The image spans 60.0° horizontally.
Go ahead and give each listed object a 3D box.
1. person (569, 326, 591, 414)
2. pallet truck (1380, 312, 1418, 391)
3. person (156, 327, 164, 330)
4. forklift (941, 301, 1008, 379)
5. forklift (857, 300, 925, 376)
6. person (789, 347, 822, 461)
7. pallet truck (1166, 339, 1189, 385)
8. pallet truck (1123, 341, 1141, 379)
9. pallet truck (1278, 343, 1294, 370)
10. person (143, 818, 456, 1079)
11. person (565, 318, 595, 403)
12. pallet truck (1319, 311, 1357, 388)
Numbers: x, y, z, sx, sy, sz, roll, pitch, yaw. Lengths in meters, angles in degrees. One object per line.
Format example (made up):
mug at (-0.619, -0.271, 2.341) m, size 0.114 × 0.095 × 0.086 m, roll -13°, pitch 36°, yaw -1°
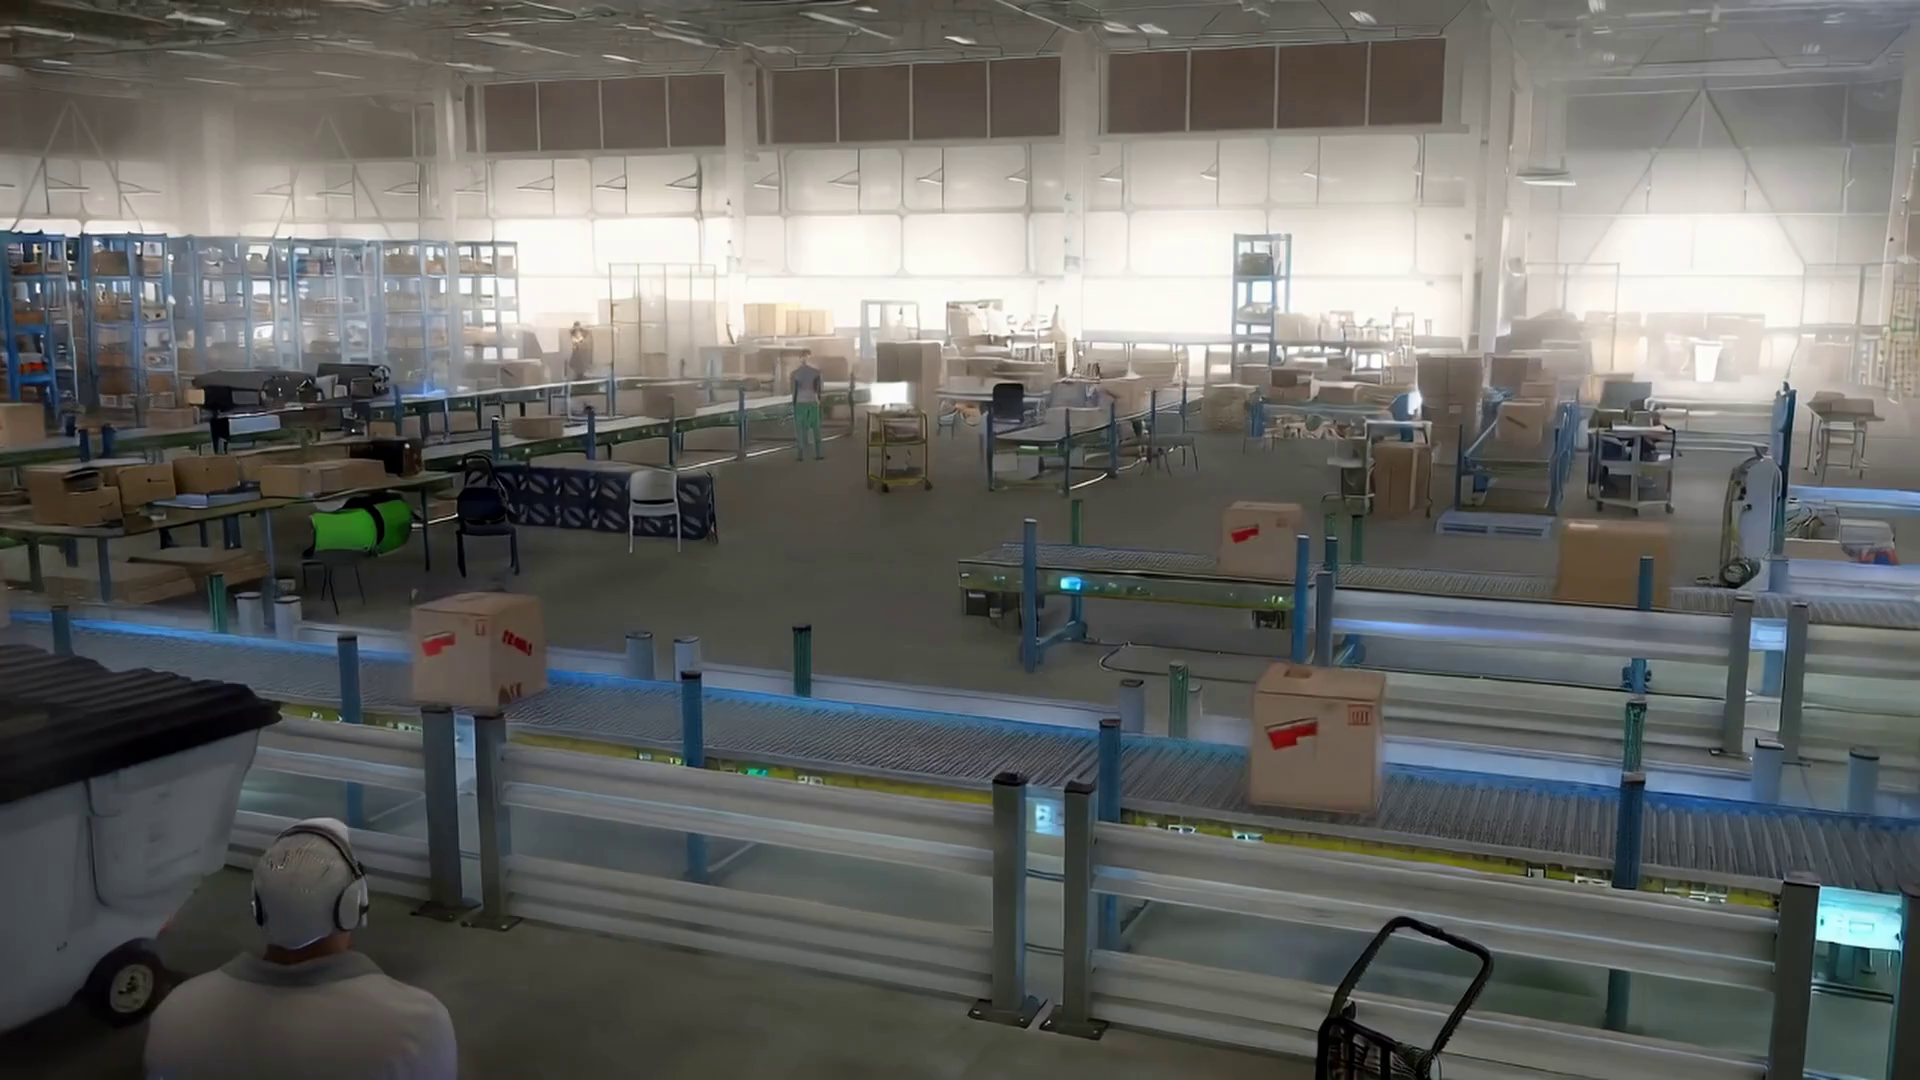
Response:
person at (-7.827, -3.460, 33.933) m, size 0.640 × 1.811 × 0.612 m, roll -5°, pitch 11°, yaw -28°
pallet truck at (10.207, -4.283, 38.369) m, size 0.823 × 1.965 × 1.885 m, roll 3°, pitch 10°, yaw 20°
person at (-17.914, -4.017, 37.273) m, size 0.571 × 1.831 × 0.409 m, roll -6°, pitch 11°, yaw -34°
forklift at (0.365, -4.966, 41.571) m, size 1.157 × 1.987 × 2.680 m, roll 3°, pitch 10°, yaw 20°
forklift at (-1.732, -5.109, 42.468) m, size 1.157 × 1.987 × 2.680 m, roll 4°, pitch 10°, yaw 22°
person at (-2.413, -2.118, 25.945) m, size 0.525 × 1.769 × 0.327 m, roll -3°, pitch 10°, yaw -18°
pallet truck at (5.418, -4.269, 40.420) m, size 0.704 × 1.261 × 1.522 m, roll 3°, pitch 10°, yaw 20°
pallet truck at (4.445, -4.380, 41.279) m, size 0.680 × 1.201 × 1.601 m, roll 4°, pitch 10°, yaw 22°
pallet truck at (7.886, -4.163, 39.743) m, size 0.653 × 1.274 × 1.630 m, roll 4°, pitch 10°, yaw 22°
person at (-1.334, 1.522, 3.517) m, size 0.635 × 1.900 × 0.398 m, roll 0°, pitch 9°, yaw 0°
person at (-8.495, -3.977, 36.864) m, size 0.664 × 1.873 × 0.844 m, roll 7°, pitch 11°, yaw 35°
pallet truck at (9.071, -4.419, 39.190) m, size 0.823 × 1.965 × 1.885 m, roll 5°, pitch 10°, yaw 26°
